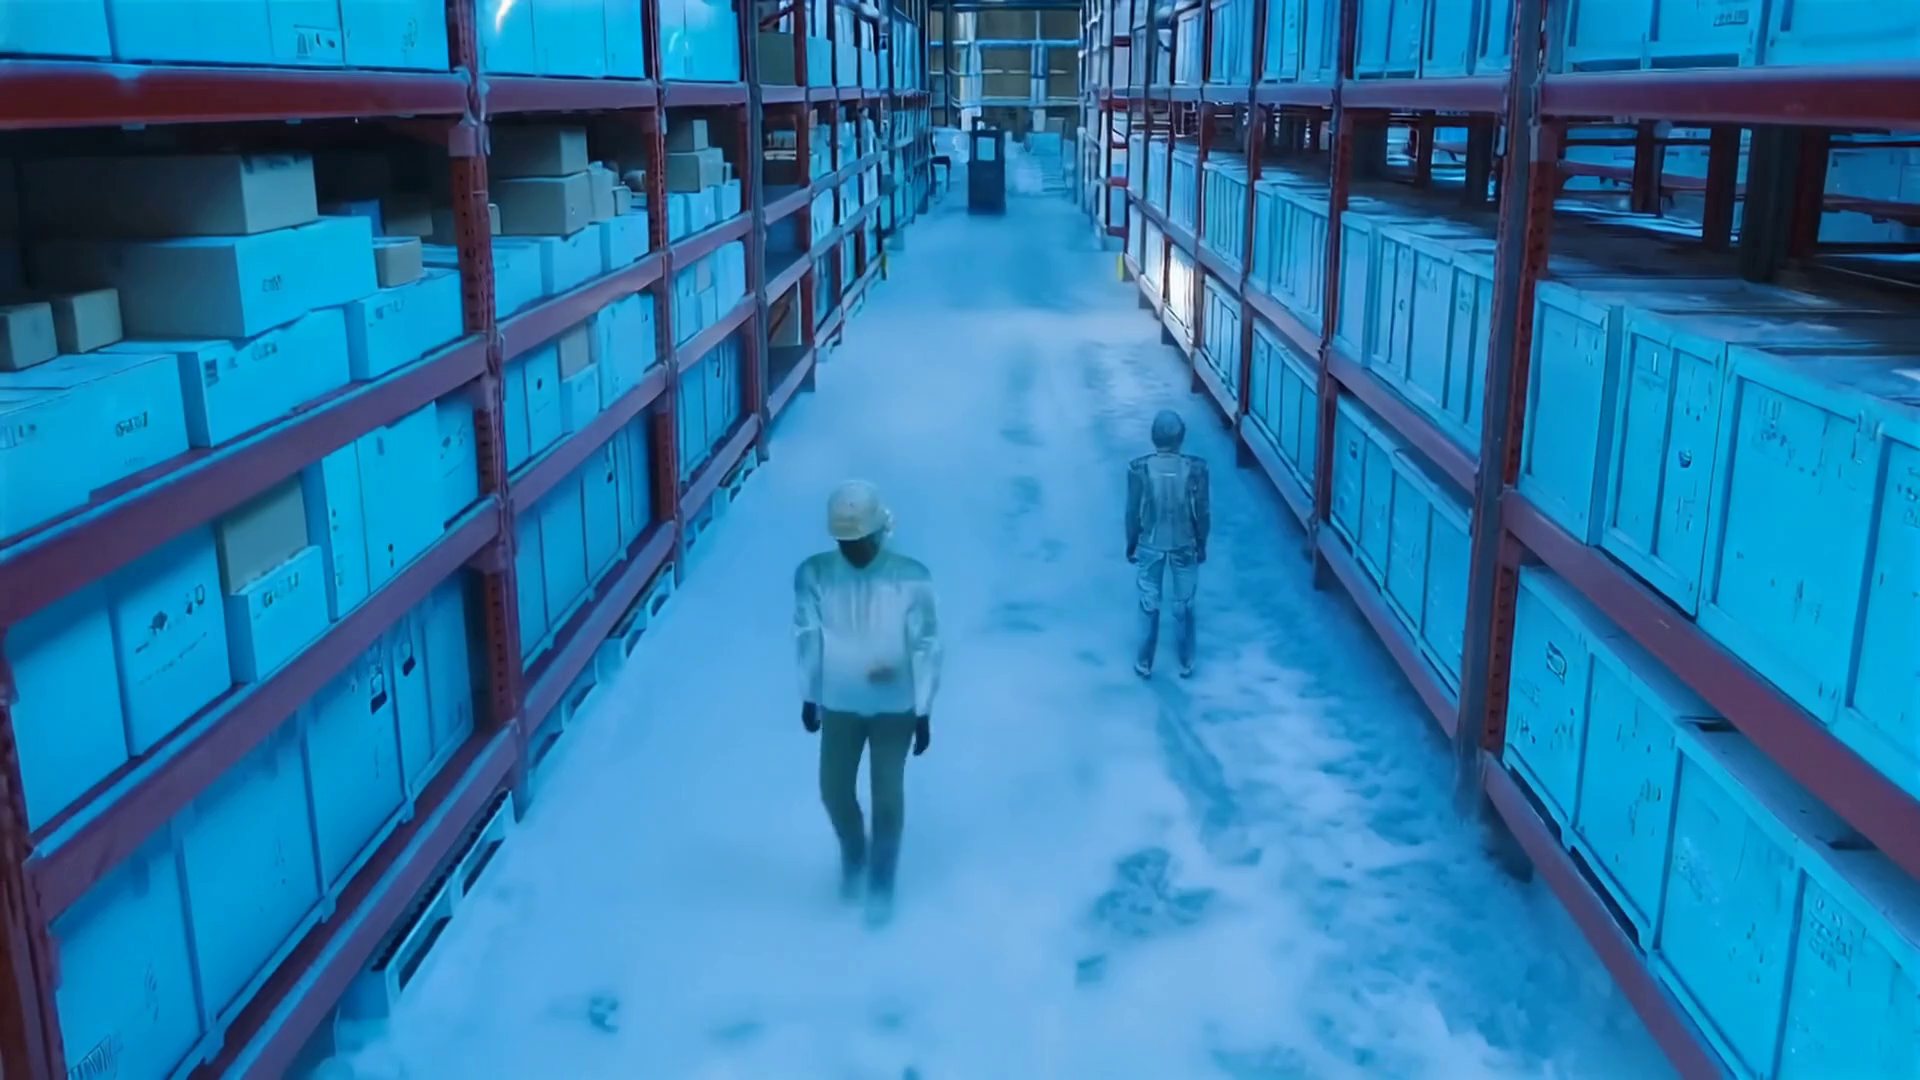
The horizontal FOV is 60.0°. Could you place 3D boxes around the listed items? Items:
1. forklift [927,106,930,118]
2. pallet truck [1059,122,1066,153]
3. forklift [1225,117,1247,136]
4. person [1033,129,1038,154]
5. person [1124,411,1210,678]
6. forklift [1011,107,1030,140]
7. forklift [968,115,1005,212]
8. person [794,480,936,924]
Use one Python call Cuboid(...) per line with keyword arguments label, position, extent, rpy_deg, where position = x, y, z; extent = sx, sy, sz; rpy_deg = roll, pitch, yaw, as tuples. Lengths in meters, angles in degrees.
Cuboid(label="forklift", position=(-1.924, -21.395, 87.397), extent=(1.129, 2.768, 1.873), rpy_deg=(0, 15, 2))
Cuboid(label="pallet truck", position=(5.788, -21.111, 88.014), extent=(1.885, 1.965, 0.823), rpy_deg=(5, 16, 18))
Cuboid(label="forklift", position=(7.700, -10.150, 45.555), extent=(1.129, 2.768, 1.873), rpy_deg=(0, 15, 1))
Cuboid(label="person", position=(3.564, -17.814, 75.981), extent=(1.022, 1.888, 0.634), rpy_deg=(3, 15, 10))
Cuboid(label="person", position=(1.242, 0.037, 10.010), extent=(0.514, 1.640, 0.310), rpy_deg=(1, 15, 2))
Cuboid(label="forklift", position=(2.984, -19.929, 81.940), extent=(1.129, 2.768, 1.873), rpy_deg=(-7, 17, -26))
Cuboid(label="forklift", position=(0.804, -11.289, 49.793), extent=(1.129, 2.768, 1.873), rpy_deg=(0, 15, 2))
Cuboid(label="person", position=(-0.398, 0.684, 6.995), extent=(0.623, 1.962, 0.509), rpy_deg=(2, 15, 6))
